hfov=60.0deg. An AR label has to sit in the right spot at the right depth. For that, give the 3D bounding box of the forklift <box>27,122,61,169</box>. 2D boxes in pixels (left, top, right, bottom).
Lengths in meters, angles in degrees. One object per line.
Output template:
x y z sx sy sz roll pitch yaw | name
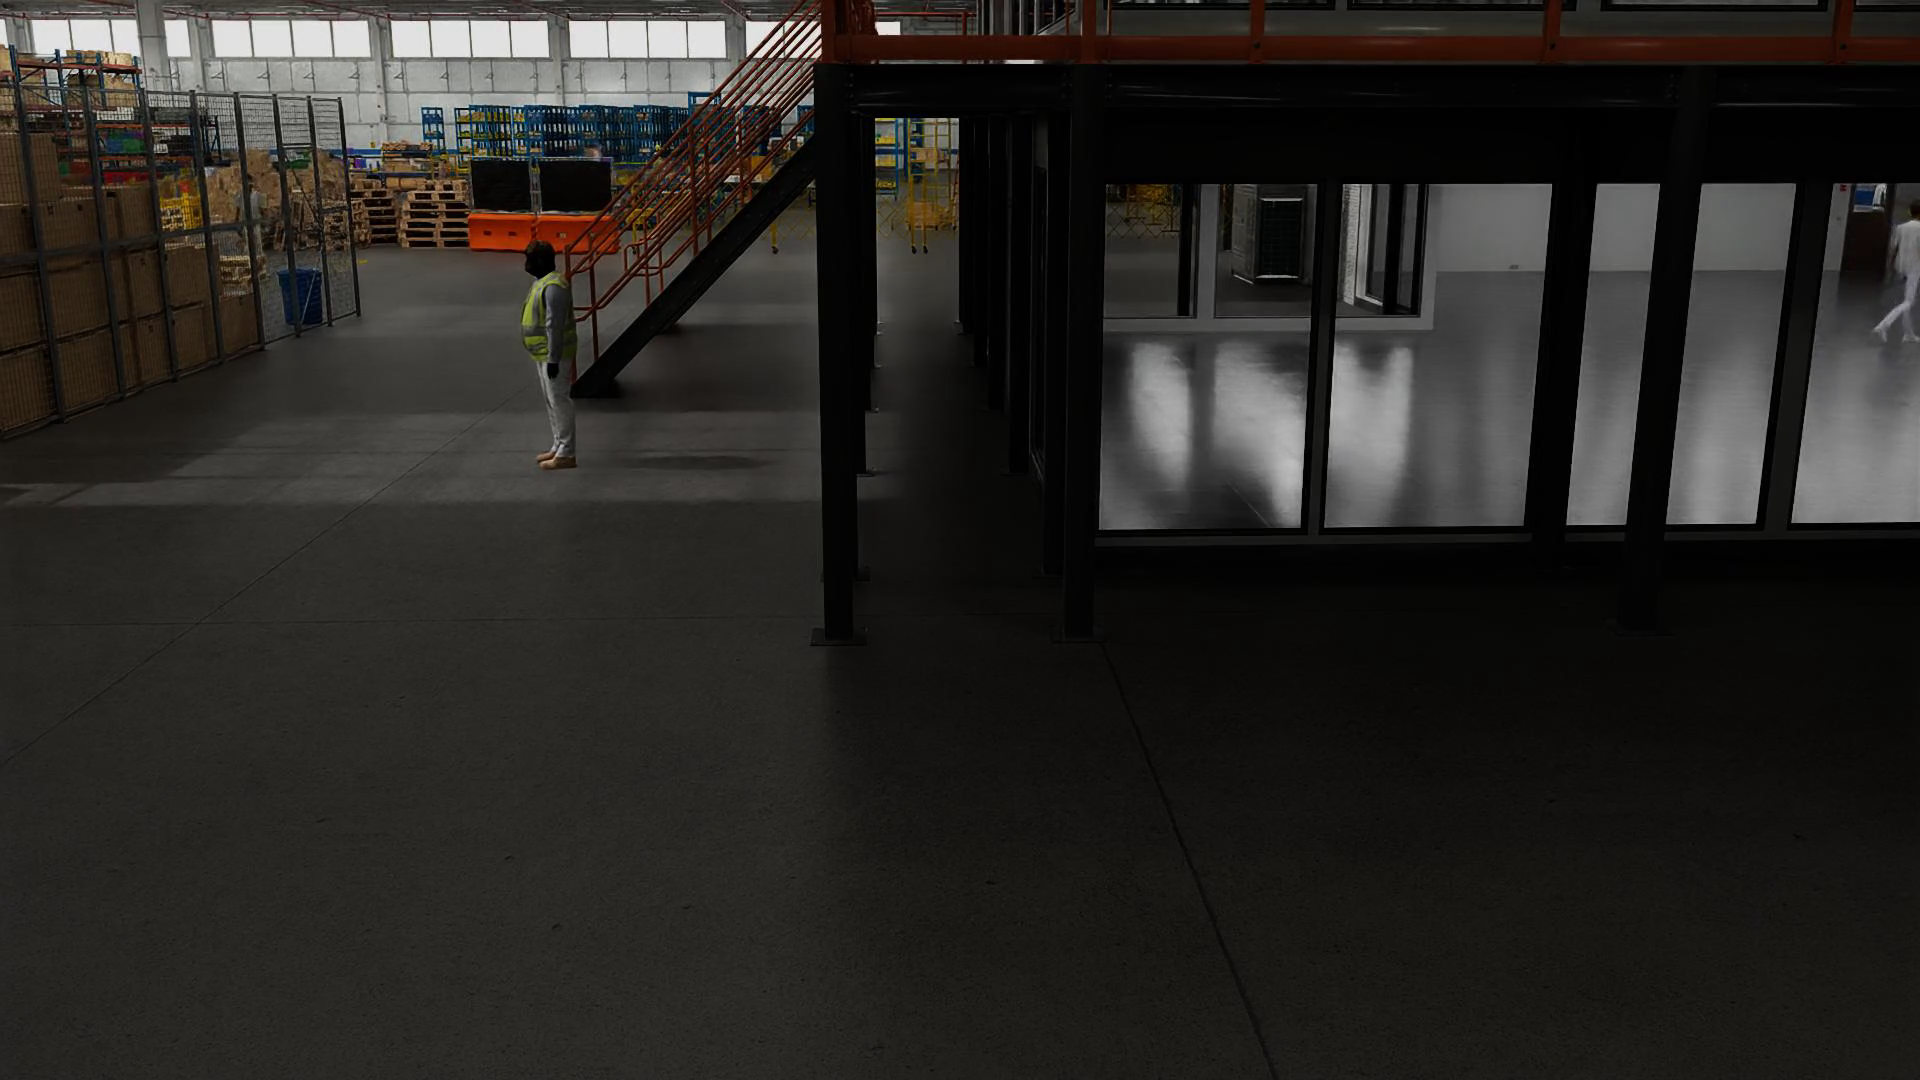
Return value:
-35.376 -14.773 64.377 1.129 2.768 1.873 -1 14 -2 | forklift

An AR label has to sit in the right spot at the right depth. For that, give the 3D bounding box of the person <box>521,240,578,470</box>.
-3.311 -1.490 13.424 0.431 1.836 0.619 -6 15 -23 | person

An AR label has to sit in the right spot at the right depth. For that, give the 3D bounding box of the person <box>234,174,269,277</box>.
-12.863 -5.708 30.211 0.541 1.865 0.328 -9 17 -32 | person

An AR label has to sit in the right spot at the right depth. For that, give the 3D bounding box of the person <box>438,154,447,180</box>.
-17.243 -11.988 55.542 0.377 1.757 0.529 -1 14 -6 | person

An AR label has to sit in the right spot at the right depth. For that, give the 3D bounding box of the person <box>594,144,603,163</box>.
-16.272 -17.000 75.336 0.973 1.862 0.647 1 14 4 | person

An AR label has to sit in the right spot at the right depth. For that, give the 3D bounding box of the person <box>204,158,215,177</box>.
-23.990 -11.415 53.432 0.543 1.646 0.865 1 14 3 | person

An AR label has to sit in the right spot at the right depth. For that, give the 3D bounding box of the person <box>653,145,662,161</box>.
-13.288 -16.444 73.177 0.403 1.835 0.586 -2 14 -7 | person

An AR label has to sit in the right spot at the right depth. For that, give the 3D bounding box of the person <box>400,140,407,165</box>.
-27.532 -18.739 82.143 0.472 1.949 0.705 1 14 4 | person
